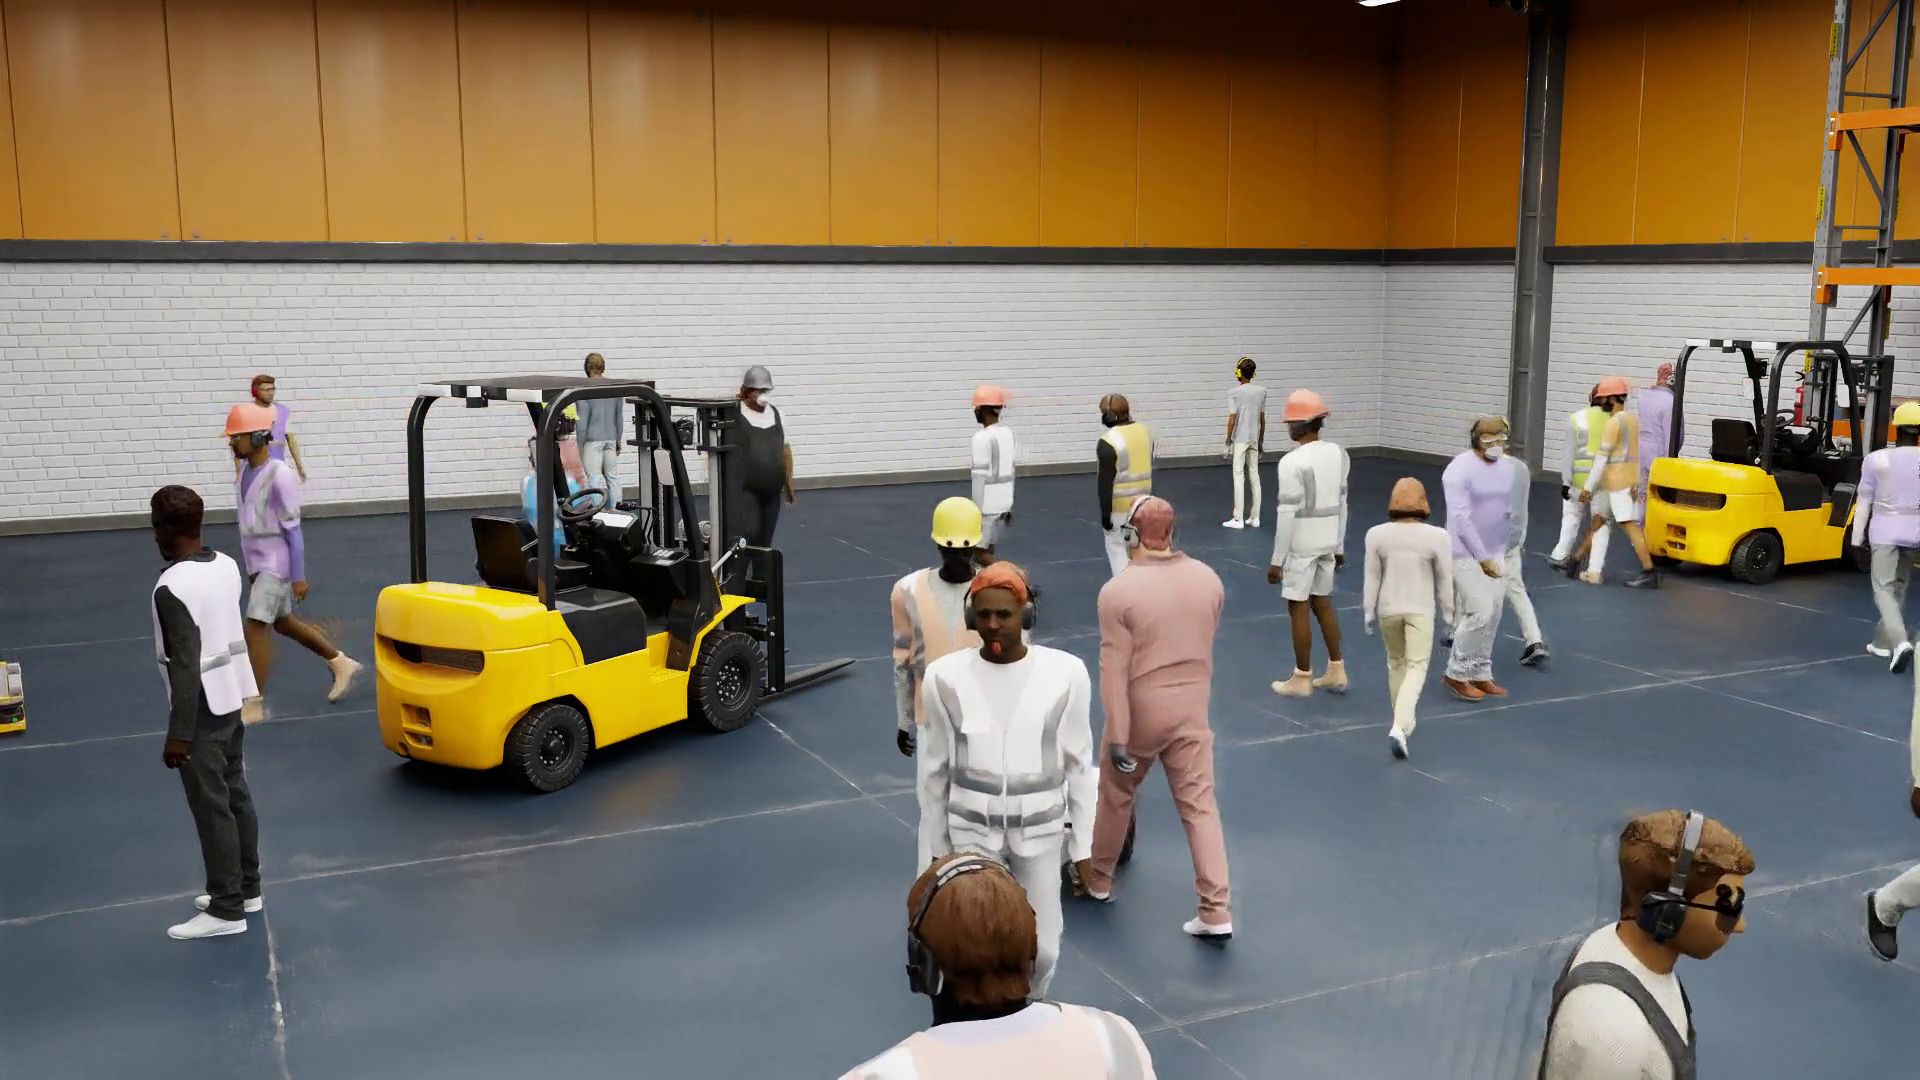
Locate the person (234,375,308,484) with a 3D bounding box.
[{"bbox_3d":[-6.563,-0.667,15.907,0.817,1.808,0.596,5,11,30],"label":"person"}]

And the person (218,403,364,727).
[{"bbox_3d":[-4.236,0.132,10.412,0.606,2.009,0.990,9,13,43],"label":"person"}]

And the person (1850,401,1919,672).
[{"bbox_3d":[6.649,-0.033,11.746,0.594,1.896,0.876,1,9,8],"label":"person"}]

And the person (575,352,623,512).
[{"bbox_3d":[-3.885,-1.047,17.894,0.352,1.937,0.635,7,12,37],"label":"person"}]

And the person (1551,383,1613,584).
[{"bbox_3d":[5.757,-0.539,15.200,0.637,1.791,0.943,0,9,2],"label":"person"}]

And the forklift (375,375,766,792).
[{"bbox_3d":[-2.268,0.149,9.685,1.214,2.155,2.313,6,11,32],"label":"forklift"}]

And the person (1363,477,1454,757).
[{"bbox_3d":[2.607,0.431,9.742,0.508,1.602,0.789,5,10,29],"label":"person"}]

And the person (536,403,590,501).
[{"bbox_3d":[-3.230,-0.297,13.824,0.711,1.737,0.559,3,10,16],"label":"person"}]

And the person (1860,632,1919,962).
[{"bbox_3d":[3.872,0.868,6.390,0.615,1.817,0.550,-3,10,-17],"label":"person"}]

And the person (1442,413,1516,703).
[{"bbox_3d":[3.373,0.127,10.734,0.637,1.905,0.482,-6,11,-33],"label":"person"}]

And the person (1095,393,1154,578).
[{"bbox_3d":[1.353,-0.281,13.514,0.651,1.819,0.513,-9,13,-43],"label":"person"}]

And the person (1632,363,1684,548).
[{"bbox_3d":[7.010,-0.818,16.609,0.404,1.900,0.640,-1,9,-6],"label":"person"}]

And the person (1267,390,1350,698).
[{"bbox_3d":[2.287,0.044,10.894,0.664,2.028,0.458,-7,12,-39],"label":"person"}]

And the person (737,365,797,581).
[{"bbox_3d":[-1.709,-0.477,14.042,0.706,2.000,0.538,-8,12,-42],"label":"person"}]

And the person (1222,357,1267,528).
[{"bbox_3d":[3.101,-1.059,18.179,0.516,1.873,0.329,-4,10,-25],"label":"person"}]

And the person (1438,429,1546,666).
[{"bbox_3d":[3.867,0.000,11.911,0.600,1.785,0.949,-4,10,-26],"label":"person"}]

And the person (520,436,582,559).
[{"bbox_3d":[-2.893,0.104,11.572,0.551,1.670,0.708,4,10,23],"label":"person"}]

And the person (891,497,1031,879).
[{"bbox_3d":[0.005,0.740,7.038,0.606,1.868,1.018,1,9,5],"label":"person"}]

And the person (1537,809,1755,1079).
[{"bbox_3d":[1.211,1.371,3.322,0.934,1.807,0.546,4,10,23],"label":"person"}]

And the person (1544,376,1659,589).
[{"bbox_3d":[5.781,-0.516,14.810,1.052,1.864,0.560,7,11,36],"label":"person"}]

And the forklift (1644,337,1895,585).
[{"bbox_3d":[7.551,-0.789,15.507,2.313,2.155,1.214,-4,10,-25],"label":"forklift"}]

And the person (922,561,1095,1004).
[{"bbox_3d":[0.163,0.971,5.607,0.577,1.863,0.765,1,9,4],"label":"person"}]

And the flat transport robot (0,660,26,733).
[{"bbox_3d":[-6.254,0.988,10.430,0.652,0.197,1.431,-5,11,-30],"label":"flat transport robot"}]

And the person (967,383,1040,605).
[{"bbox_3d":[0.300,-0.281,13.204,0.697,1.923,0.561,5,10,27],"label":"person"}]

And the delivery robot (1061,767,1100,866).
[{"bbox_3d":[0.512,1.238,7.687,0.477,0.478,0.707,2,9,17],"label":"delivery robot"}]

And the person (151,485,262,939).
[{"bbox_3d":[-3.180,0.717,7.019,0.386,1.916,0.590,-1,9,-3],"label":"person"}]

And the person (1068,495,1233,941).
[{"bbox_3d":[0.845,0.740,7.090,0.632,1.859,0.999,-4,10,-24],"label":"person"}]

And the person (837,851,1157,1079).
[{"bbox_3d":[0.029,1.428,2.845,0.634,1.839,0.429,-5,10,-28],"label":"person"}]
